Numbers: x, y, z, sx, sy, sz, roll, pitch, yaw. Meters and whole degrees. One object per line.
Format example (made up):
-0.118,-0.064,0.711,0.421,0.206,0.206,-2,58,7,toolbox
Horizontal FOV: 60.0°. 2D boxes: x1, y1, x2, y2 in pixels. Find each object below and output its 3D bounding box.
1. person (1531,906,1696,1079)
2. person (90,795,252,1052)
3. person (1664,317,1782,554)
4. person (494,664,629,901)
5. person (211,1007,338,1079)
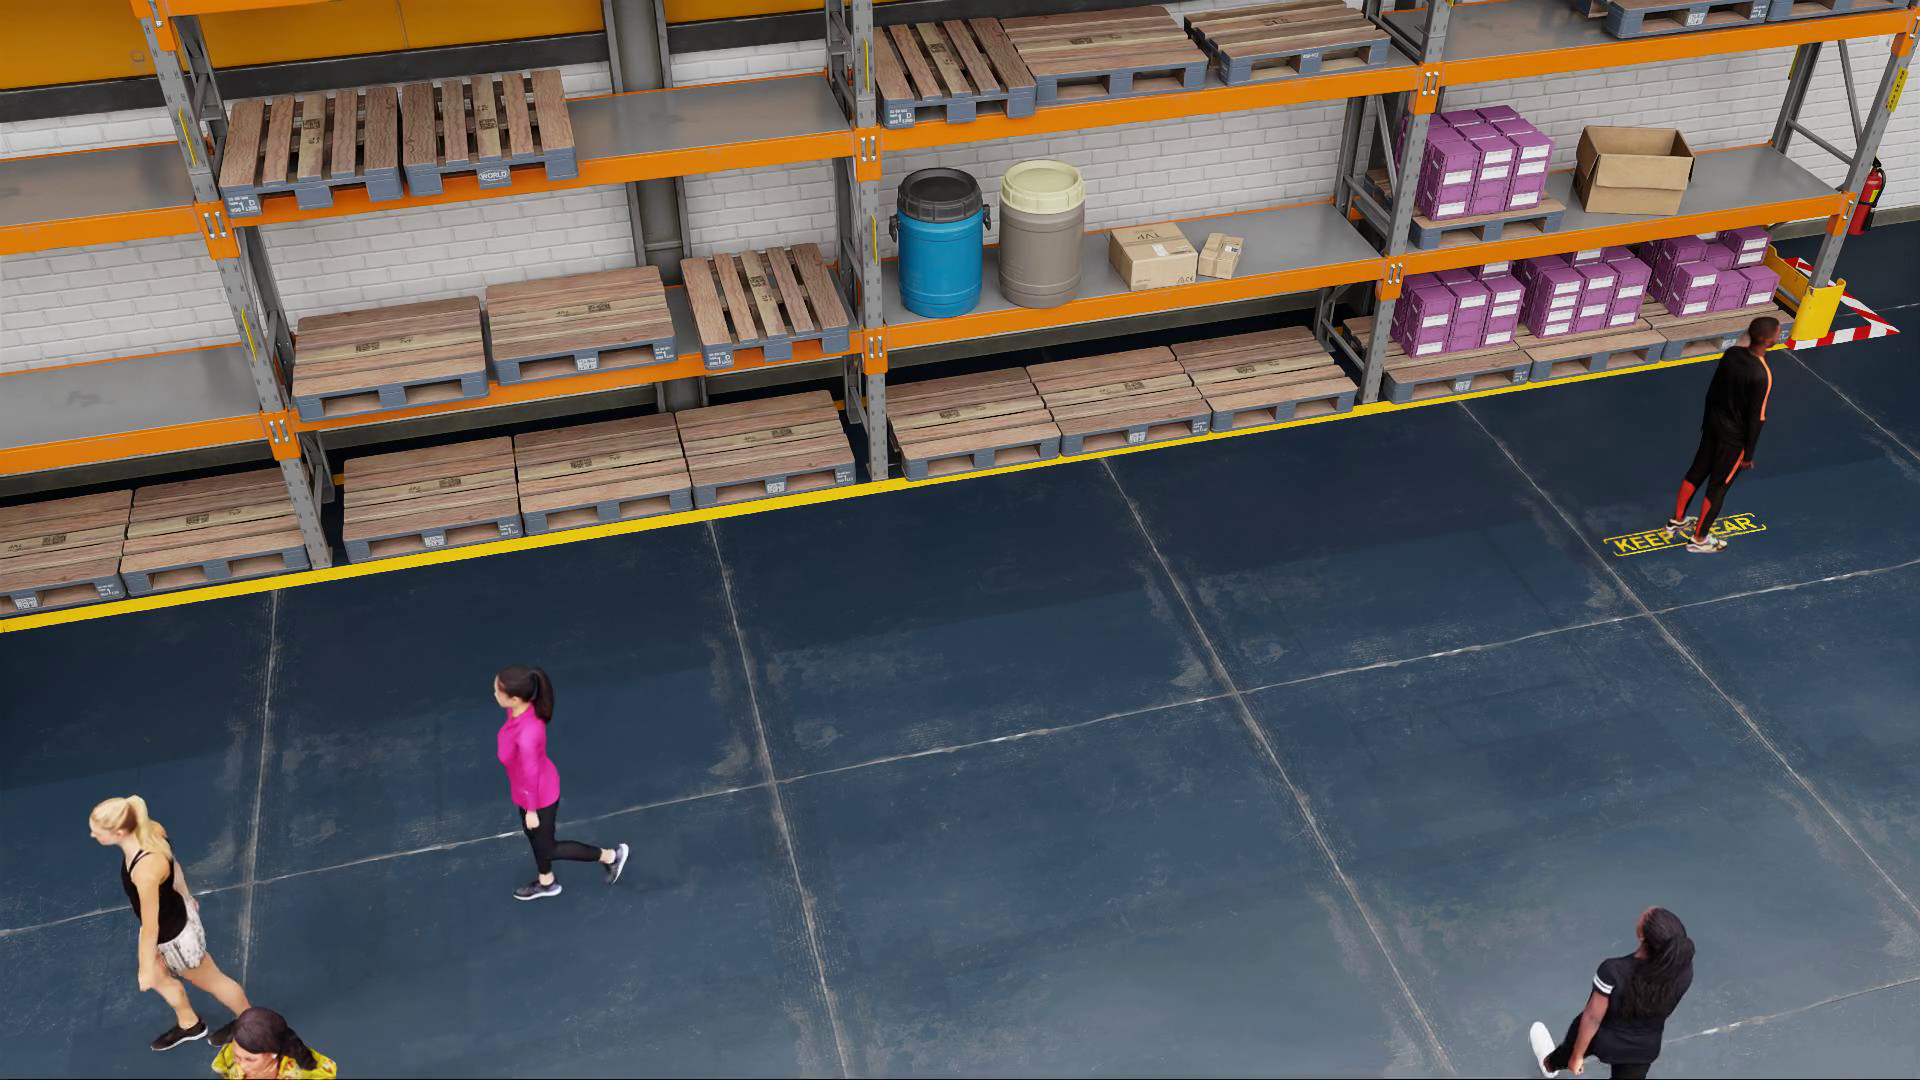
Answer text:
3.028,2.355,7.581,1.167,1.681,0.869,-1,39,-2,person
-3.739,1.858,8.086,0.834,1.827,0.710,-19,42,-22,person
5.232,-0.733,11.346,0.521,1.808,0.631,-11,40,-13,person
-2.179,1.325,8.873,0.887,1.689,0.613,-12,40,-15,person
-2.913,2.591,7.310,0.898,1.660,1.037,5,39,7,person
